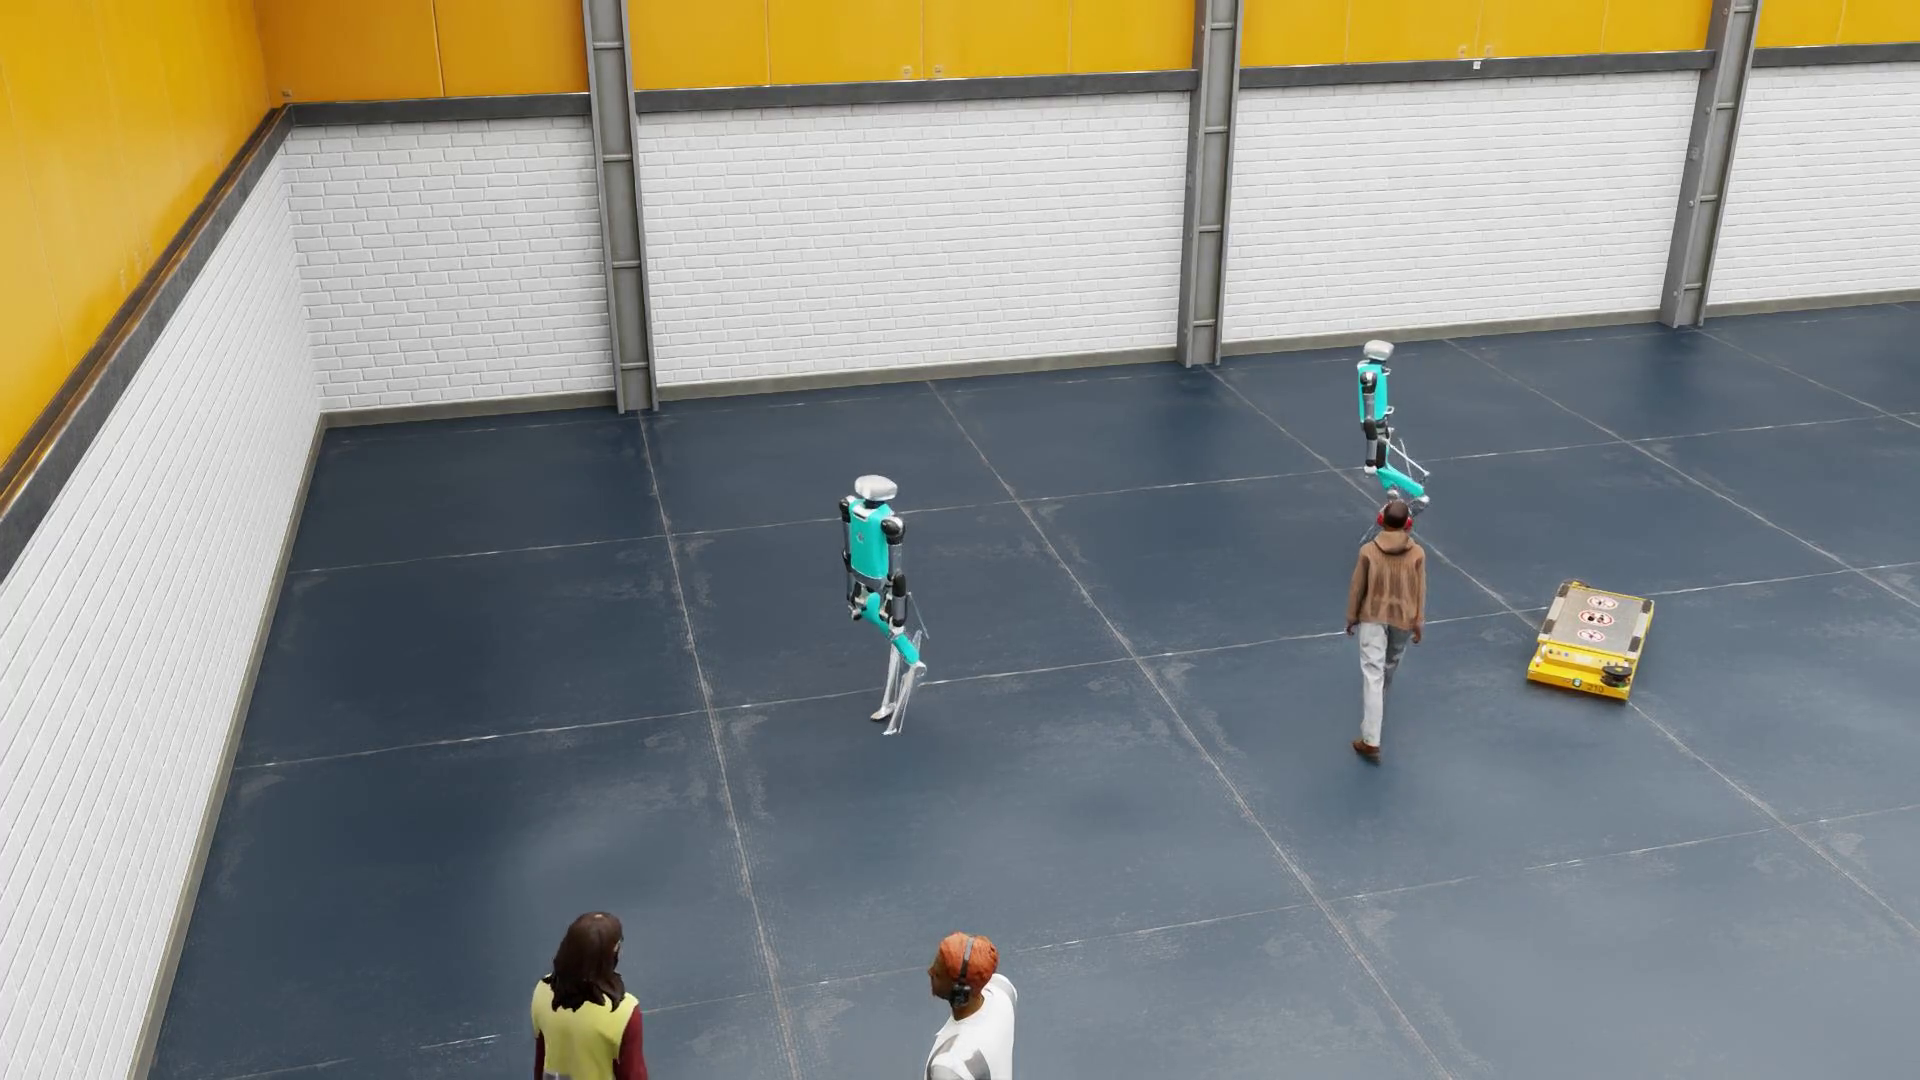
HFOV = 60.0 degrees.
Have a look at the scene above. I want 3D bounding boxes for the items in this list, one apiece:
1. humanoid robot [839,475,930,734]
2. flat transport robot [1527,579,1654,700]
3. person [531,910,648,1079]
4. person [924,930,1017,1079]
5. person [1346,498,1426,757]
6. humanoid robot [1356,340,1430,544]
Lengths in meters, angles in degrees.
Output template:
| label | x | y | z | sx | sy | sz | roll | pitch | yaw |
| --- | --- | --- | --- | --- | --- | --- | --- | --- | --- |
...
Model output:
| label | x | y | z | sx | sy | sz | roll | pitch | yaw |
| --- | --- | --- | --- | --- | --- | --- | --- | --- | --- |
| humanoid robot | -0.399 | 0.389 | 10.669 | 0.667 | 1.803 | 0.556 | -21 | 32 | -40 |
| flat transport robot | 4.497 | 0.686 | 11.802 | 0.659 | 0.231 | 1.431 | 12 | 26 | 25 |
| person | -1.442 | 2.244 | 6.439 | 0.488 | 1.745 | 0.692 | 11 | 26 | 24 |
| person | 0.016 | 2.256 | 6.234 | 0.356 | 1.884 | 0.573 | 8 | 25 | 18 |
| person | 2.701 | 0.514 | 10.588 | 0.479 | 1.554 | 1.017 | 2 | 24 | 5 |
| humanoid robot | 3.453 | -0.659 | 13.081 | 0.787 | 1.816 | 0.533 | 8 | 25 | 18 |
